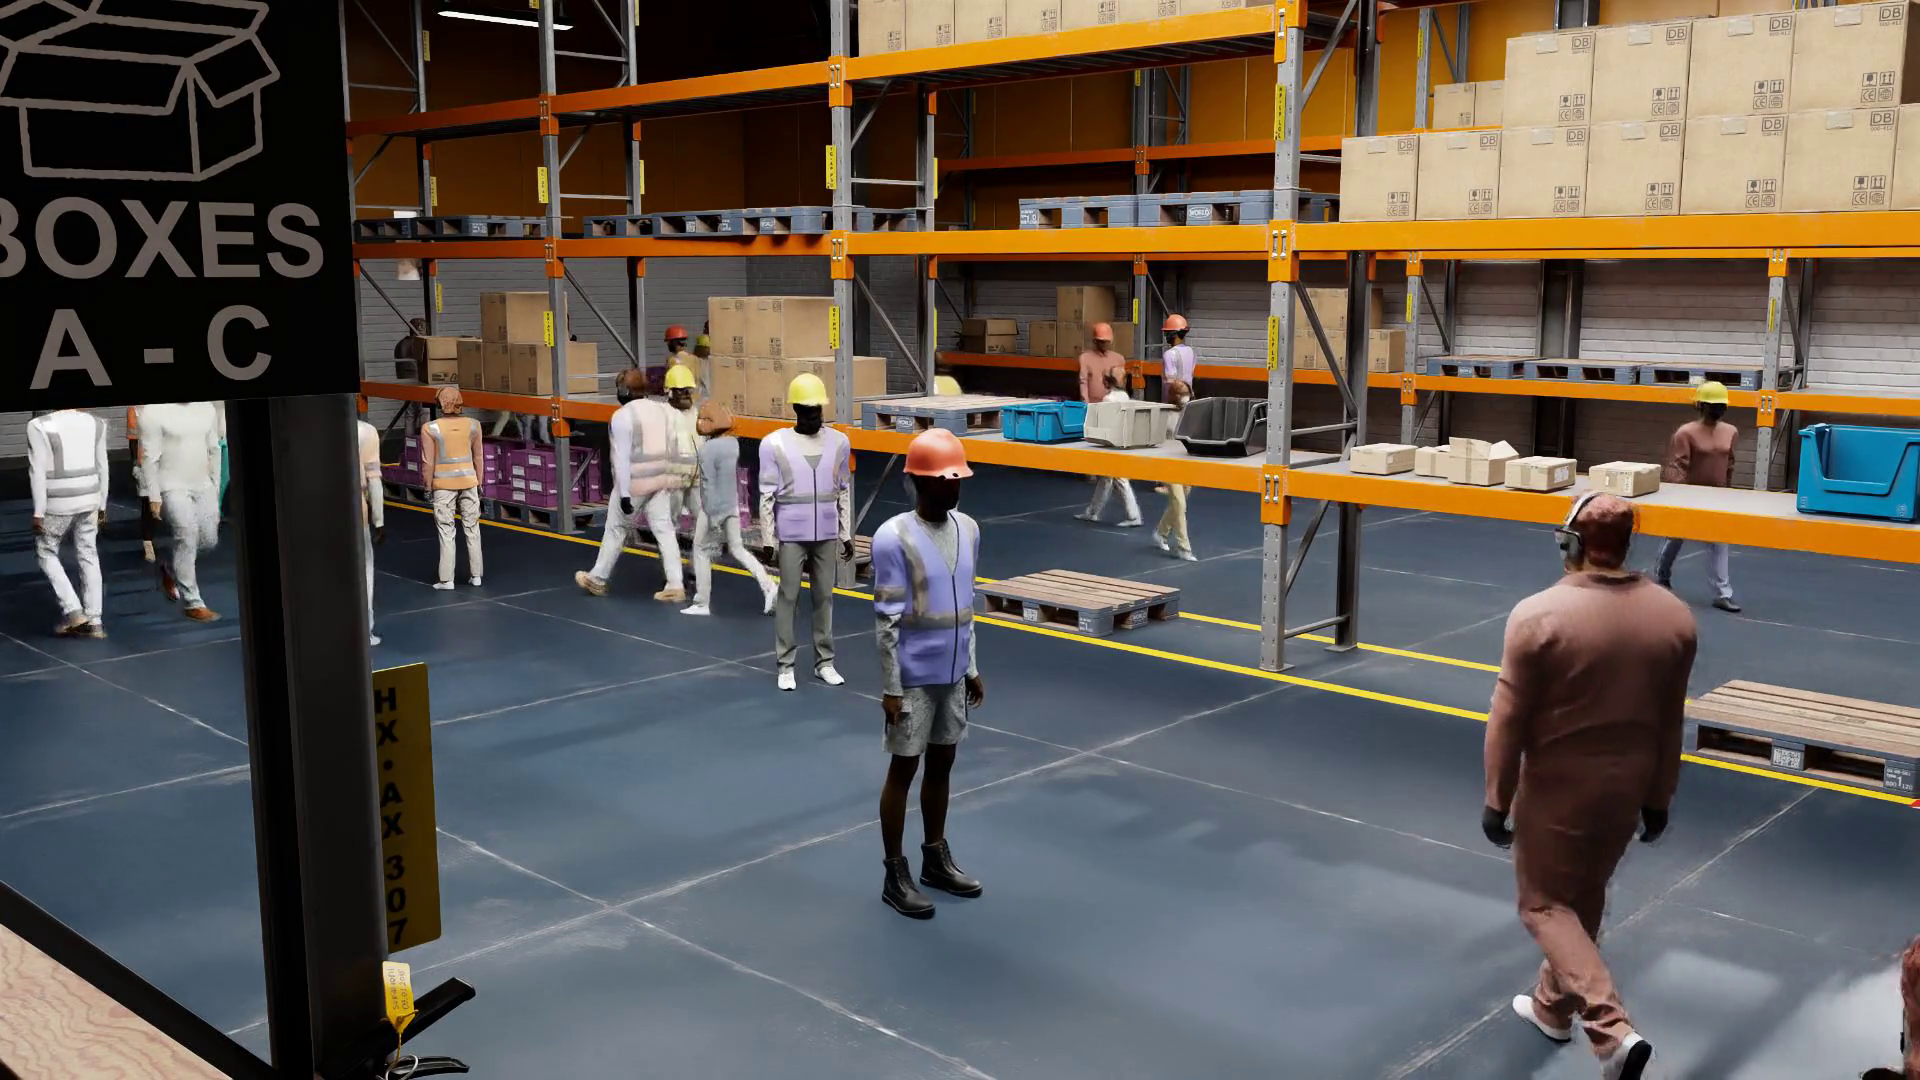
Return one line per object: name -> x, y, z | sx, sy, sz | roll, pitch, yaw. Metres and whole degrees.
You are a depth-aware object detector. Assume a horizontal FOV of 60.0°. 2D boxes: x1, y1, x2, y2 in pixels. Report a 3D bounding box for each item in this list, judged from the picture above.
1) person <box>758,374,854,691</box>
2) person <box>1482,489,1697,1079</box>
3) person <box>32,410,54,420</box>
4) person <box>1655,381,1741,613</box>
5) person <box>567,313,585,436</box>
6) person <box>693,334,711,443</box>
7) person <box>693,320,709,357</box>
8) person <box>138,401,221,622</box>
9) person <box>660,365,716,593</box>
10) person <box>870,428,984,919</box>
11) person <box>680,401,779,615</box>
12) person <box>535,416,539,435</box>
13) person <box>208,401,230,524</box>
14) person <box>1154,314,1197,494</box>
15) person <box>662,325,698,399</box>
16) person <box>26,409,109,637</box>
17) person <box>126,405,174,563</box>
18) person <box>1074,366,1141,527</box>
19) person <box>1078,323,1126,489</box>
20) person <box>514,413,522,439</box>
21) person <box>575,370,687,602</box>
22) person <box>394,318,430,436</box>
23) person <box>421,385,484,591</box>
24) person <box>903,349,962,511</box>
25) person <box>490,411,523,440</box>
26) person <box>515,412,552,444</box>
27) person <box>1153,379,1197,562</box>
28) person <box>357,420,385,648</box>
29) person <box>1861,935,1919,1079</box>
person -> -0.925, -0.047, 10.149 | 0.595, 1.924, 0.374 | -4, 10, -25
person -> 1.975, 0.782, 5.214 | 0.650, 1.880, 0.822 | -2, 10, -14
person -> -9.642, -1.237, 17.663 | 0.509, 1.862, 0.321 | 2, 10, 13
person -> 5.651, -0.359, 12.704 | 0.546, 1.720, 0.918 | -1, 9, -7
person -> -6.057, -2.536, 25.446 | 0.597, 1.914, 0.379 | 6, 11, 32
person -> -3.246, -1.765, 21.255 | 0.373, 1.729, 0.509 | 5, 10, 27
person -> -3.309, -2.020, 22.375 | 0.581, 1.882, 0.339 | -6, 11, -31
person -> -5.720, -0.364, 12.142 | 0.701, 1.918, 0.642 | 5, 10, 26
person -> -2.149, -0.463, 13.044 | 0.550, 1.810, 0.616 | 8, 12, 40
person -> -0.102, 0.518, 6.651 | 0.376, 1.939, 0.547 | 9, 13, 43
person -> -1.697, -0.215, 12.187 | 0.753, 1.611, 0.496 | 5, 10, 27
person -> -6.587, -2.407, 25.360 | 0.536, 1.691, 0.330 | -5, 10, -27
person -> -7.339, -0.960, 16.400 | 0.327, 1.720, 0.646 | 0, 9, -2
person -> 2.439, -1.534, 18.909 | 0.370, 2.044, 0.608 | 6, 11, 33
person -> -3.180, -1.538, 19.347 | 0.661, 1.908, 0.581 | 4, 10, 23
person -> -6.164, -0.238, 11.500 | 0.438, 1.864, 0.598 | 5, 11, 28
person -> -7.002, -0.656, 14.585 | 0.531, 1.697, 0.320 | -8, 12, -41
person -> 1.496, -0.930, 16.575 | 0.781, 1.596, 0.532 | 4, 10, 26
person -> 1.668, -1.575, 19.521 | 0.611, 1.935, 1.063 | -1, 9, -7
person -> -6.210, -2.239, 23.663 | 0.410, 1.905, 0.641 | -3, 10, -16
person -> -2.524, -0.419, 12.855 | 1.000, 1.780, 0.624 | 6, 11, 32
person -> -7.271, -2.031, 22.390 | 0.644, 1.903, 0.400 | 5, 10, 27
person -> -4.028, -0.409, 13.248 | 0.514, 1.641, 0.308 | -8, 12, -40
person -> -0.245, -0.845, 15.347 | 0.463, 1.825, 0.660 | 7, 11, 36
person -> -6.036, -1.956, 22.252 | 0.535, 1.804, 1.022 | 9, 13, 44
person -> -5.185, -1.667, 20.334 | 0.529, 1.847, 0.784 | -5, 10, -28
person -> 1.930, -0.648, 14.843 | 0.505, 1.599, 0.811 | -4, 10, -25
person -> -4.085, -0.160, 10.929 | 0.615, 1.892, 0.725 | -2, 9, -10
person -> 1.040, 1.325, 1.913 | 0.467, 1.870, 0.673 | 3, 10, 18
